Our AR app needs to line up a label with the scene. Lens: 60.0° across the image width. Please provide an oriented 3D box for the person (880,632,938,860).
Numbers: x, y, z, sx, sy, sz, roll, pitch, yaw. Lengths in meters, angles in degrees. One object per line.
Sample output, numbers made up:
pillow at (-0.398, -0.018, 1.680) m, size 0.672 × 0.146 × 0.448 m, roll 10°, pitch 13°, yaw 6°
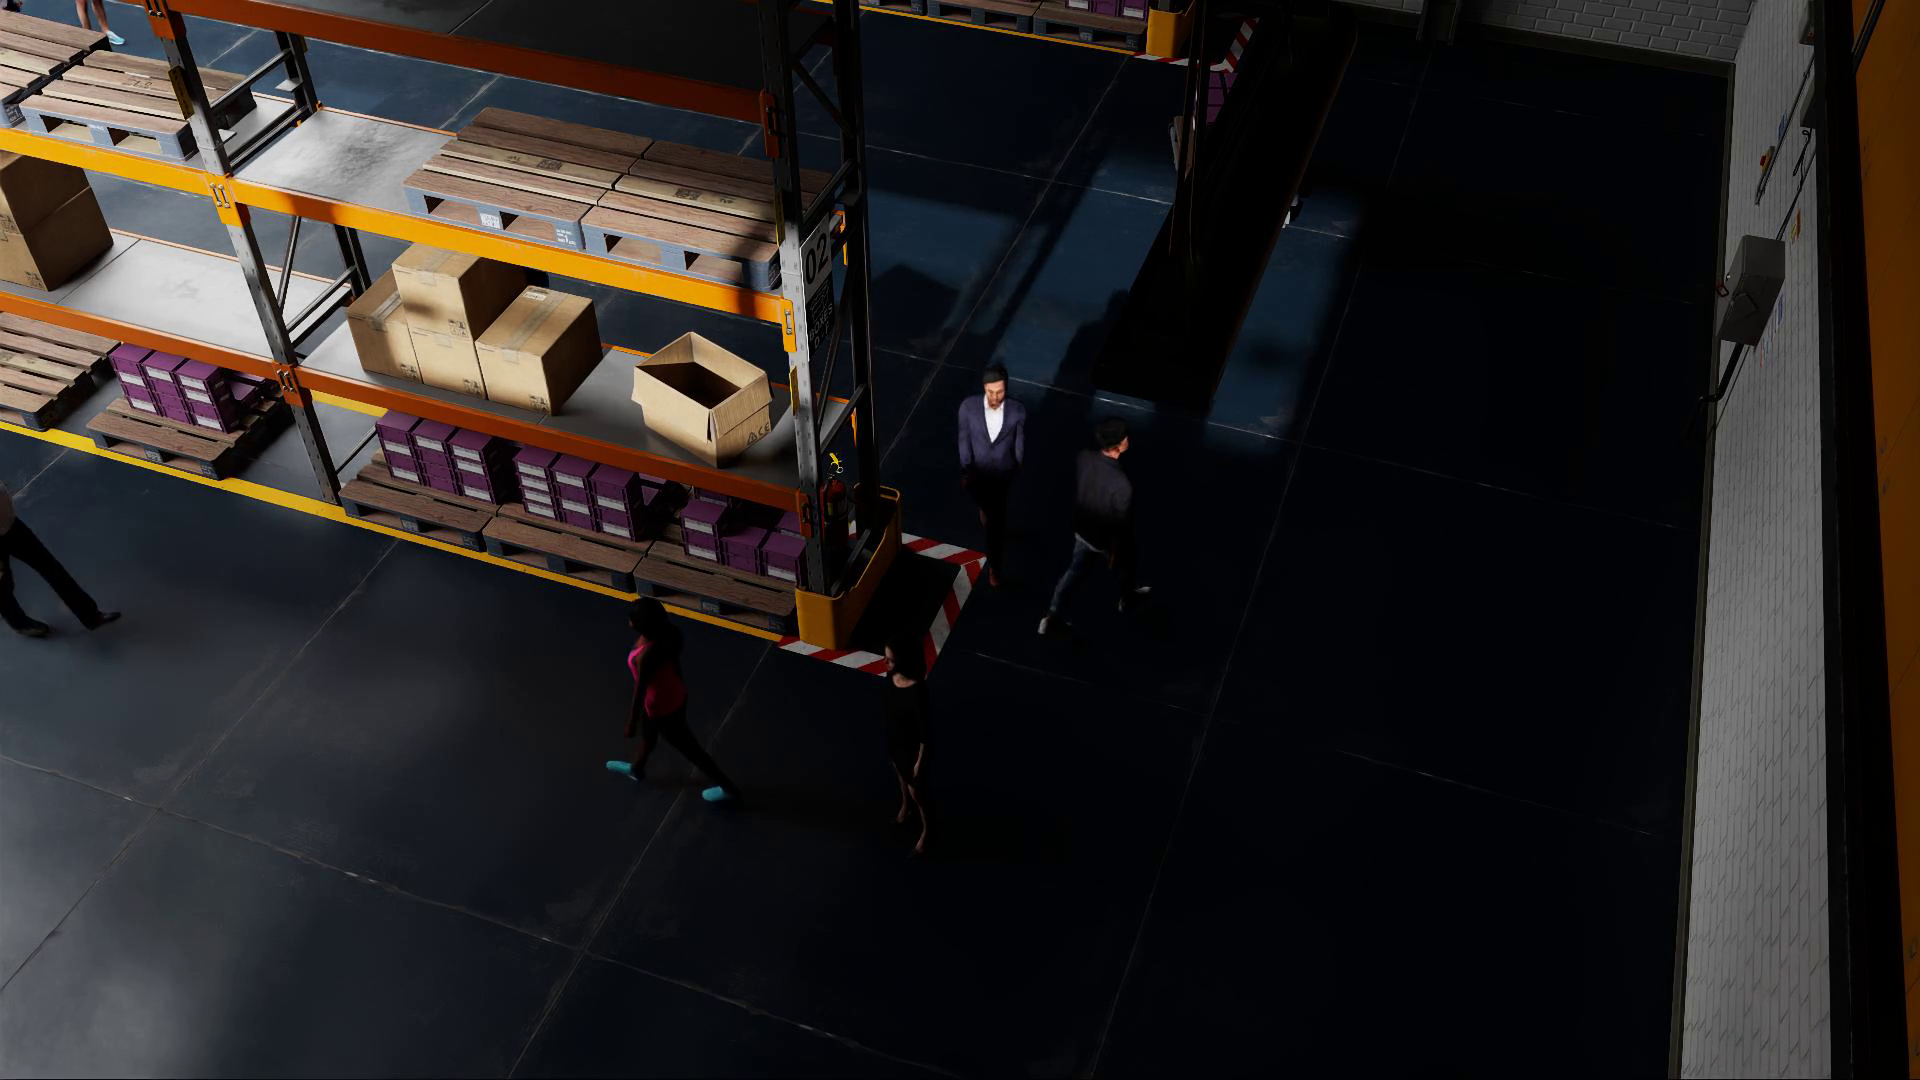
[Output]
person at (-0.290, 1.187, 9.631) m, size 0.709 × 1.804 × 0.648 m, roll -18°, pitch 46°, yaw -18°

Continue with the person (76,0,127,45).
person at (-9.064, -5.899, 17.098) m, size 0.582 × 1.764 × 0.623 m, roll 20°, pitch 47°, yaw 20°

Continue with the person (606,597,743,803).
person at (-1.666, 1.021, 9.899) m, size 1.156 × 1.675 × 0.695 m, roll 8°, pitch 44°, yaw 8°

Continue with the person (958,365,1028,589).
person at (0.190, -0.567, 11.557) m, size 1.119 × 1.688 × 0.911 m, roll 1°, pitch 44°, yaw 1°

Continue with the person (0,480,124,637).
person at (-6.387, -0.011, 10.899) m, size 1.106 × 1.790 × 0.803 m, roll 6°, pitch 44°, yaw 7°

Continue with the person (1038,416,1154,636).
person at (0.859, -0.043, 10.939) m, size 1.181 × 1.781 × 1.227 m, roll -26°, pitch 49°, yaw -24°
